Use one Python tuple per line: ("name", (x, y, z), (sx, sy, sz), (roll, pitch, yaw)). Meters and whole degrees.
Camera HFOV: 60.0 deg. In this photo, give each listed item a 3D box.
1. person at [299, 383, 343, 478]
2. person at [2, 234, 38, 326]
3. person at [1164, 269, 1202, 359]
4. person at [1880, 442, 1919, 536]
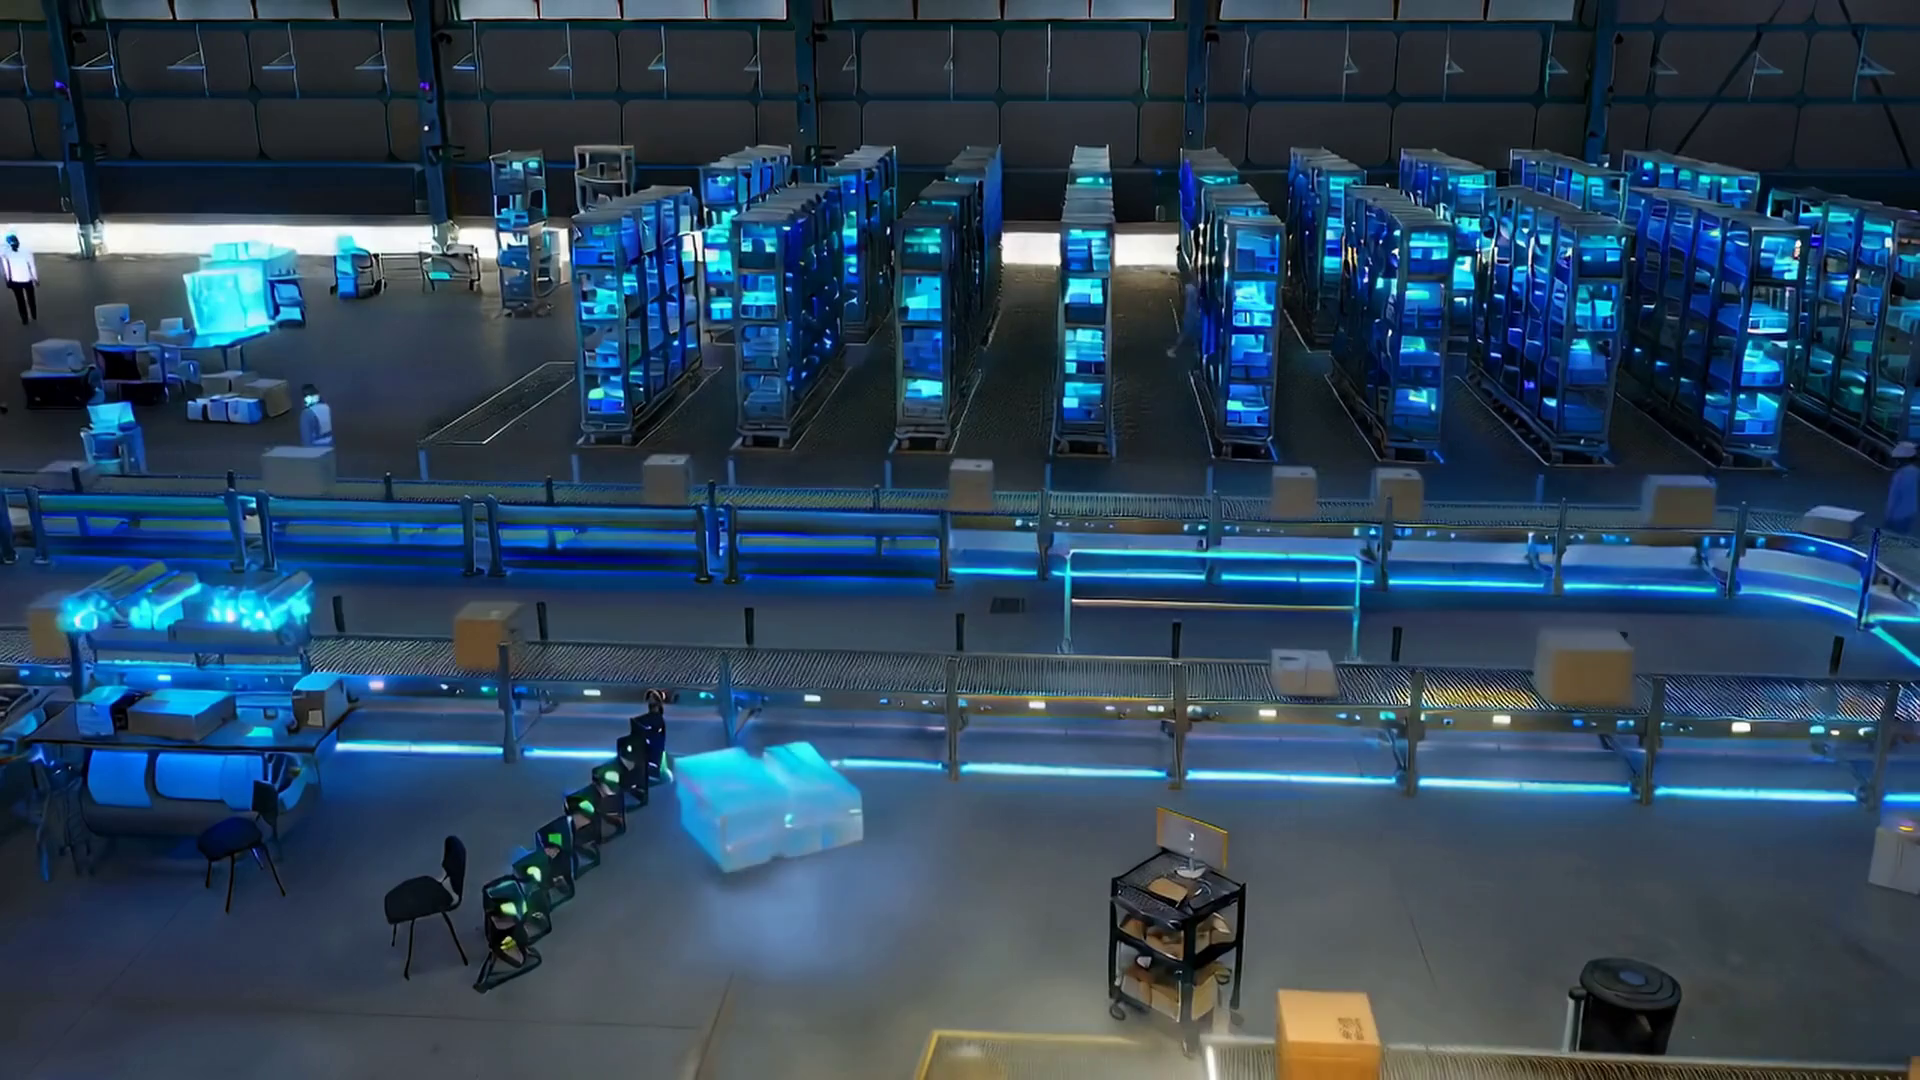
("person", (-8.661, -1.249, 22.591), (0.893, 1.799, 0.605), (6, 18, 18))
("person", (-20.578, -5.719, 36.461), (0.628, 1.980, 0.601), (-8, 19, -24))
("person", (4.503, -4.437, 32.693), (0.955, 1.803, 0.583), (3, 18, 8))
("person", (11.104, -0.288, 19.614), (0.549, 1.743, 0.426), (-9, 20, -26))
